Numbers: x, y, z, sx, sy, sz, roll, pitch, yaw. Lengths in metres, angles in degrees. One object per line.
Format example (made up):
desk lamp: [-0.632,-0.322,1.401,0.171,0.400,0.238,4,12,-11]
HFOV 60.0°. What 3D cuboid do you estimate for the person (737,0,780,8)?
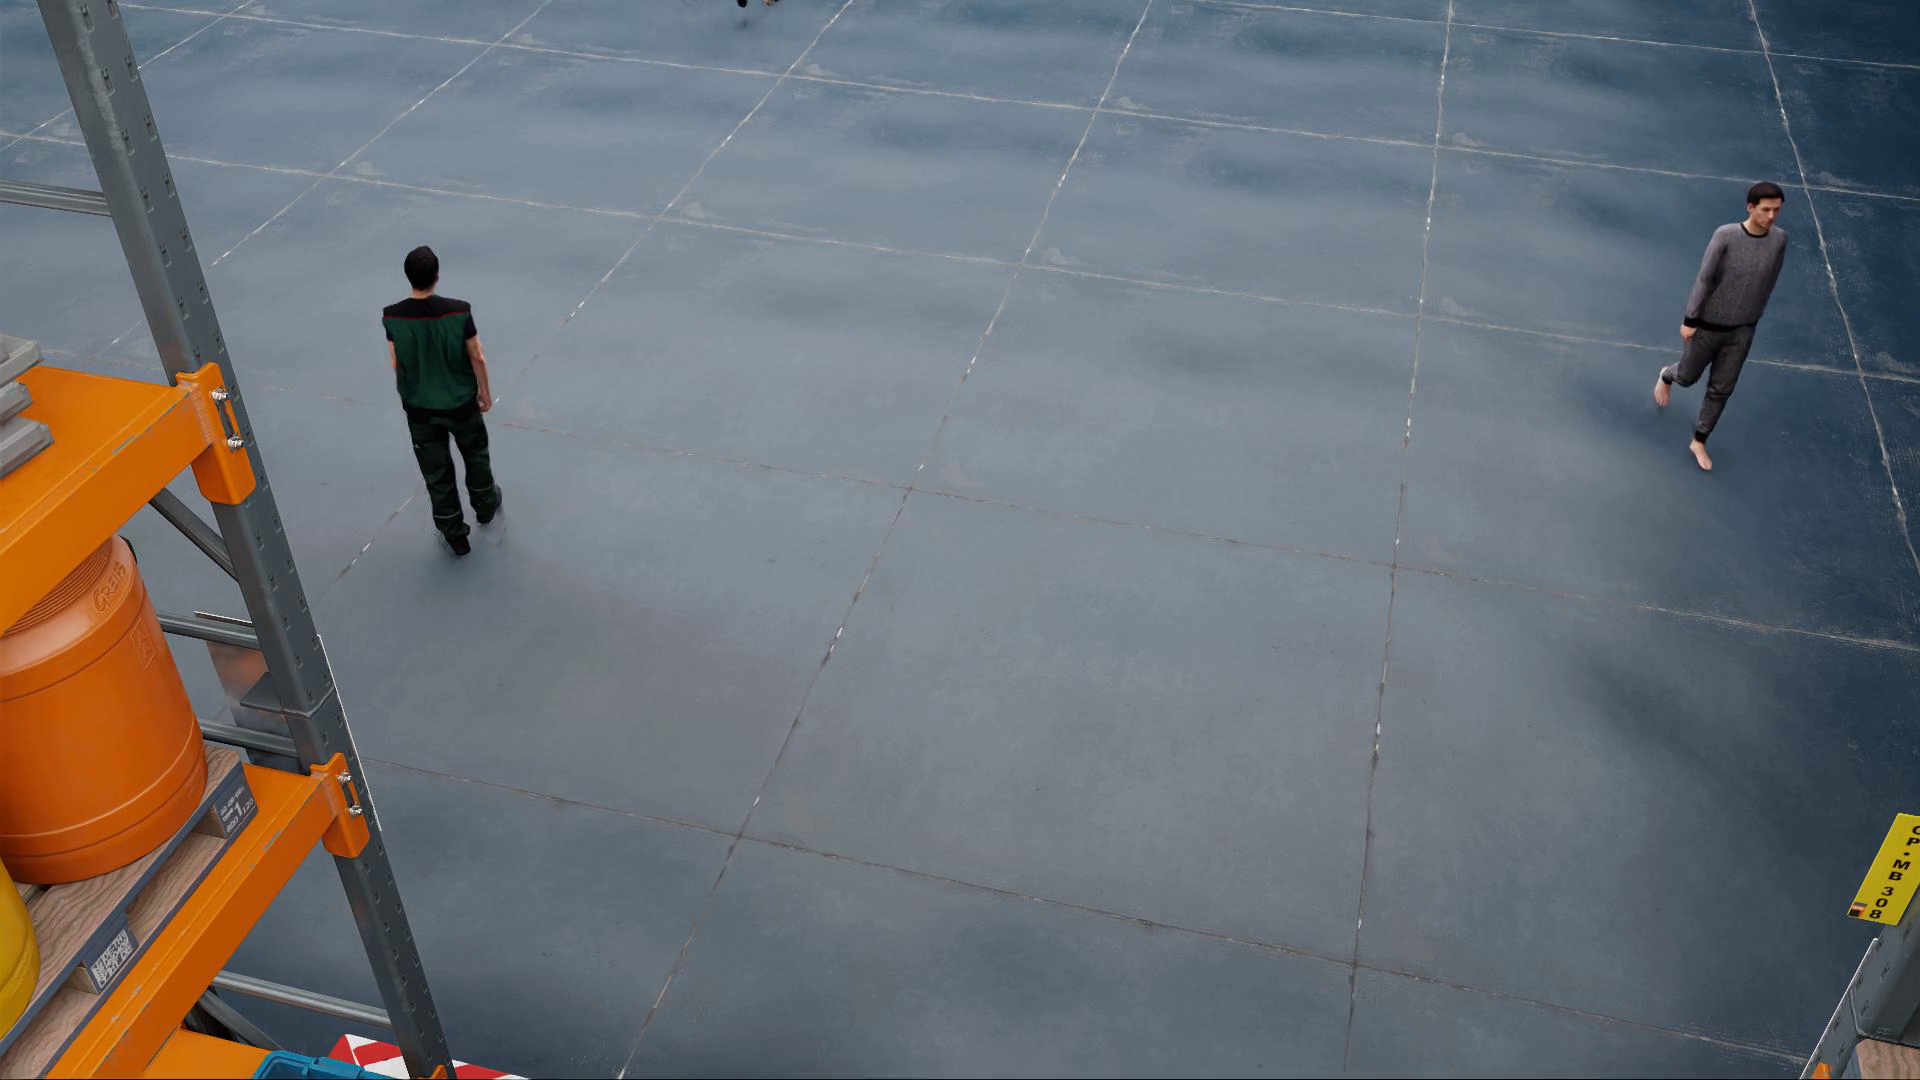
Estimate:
person: [-2.000,-6.131,16.426,0.704,1.827,0.985,13,40,15]

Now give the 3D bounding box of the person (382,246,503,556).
person: [-2.962,-0.743,9.497,0.874,1.878,0.953,-15,40,-18]

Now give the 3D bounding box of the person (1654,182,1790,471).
person: [4.735,-1.409,10.391,0.827,1.825,1.097,0,38,1]
